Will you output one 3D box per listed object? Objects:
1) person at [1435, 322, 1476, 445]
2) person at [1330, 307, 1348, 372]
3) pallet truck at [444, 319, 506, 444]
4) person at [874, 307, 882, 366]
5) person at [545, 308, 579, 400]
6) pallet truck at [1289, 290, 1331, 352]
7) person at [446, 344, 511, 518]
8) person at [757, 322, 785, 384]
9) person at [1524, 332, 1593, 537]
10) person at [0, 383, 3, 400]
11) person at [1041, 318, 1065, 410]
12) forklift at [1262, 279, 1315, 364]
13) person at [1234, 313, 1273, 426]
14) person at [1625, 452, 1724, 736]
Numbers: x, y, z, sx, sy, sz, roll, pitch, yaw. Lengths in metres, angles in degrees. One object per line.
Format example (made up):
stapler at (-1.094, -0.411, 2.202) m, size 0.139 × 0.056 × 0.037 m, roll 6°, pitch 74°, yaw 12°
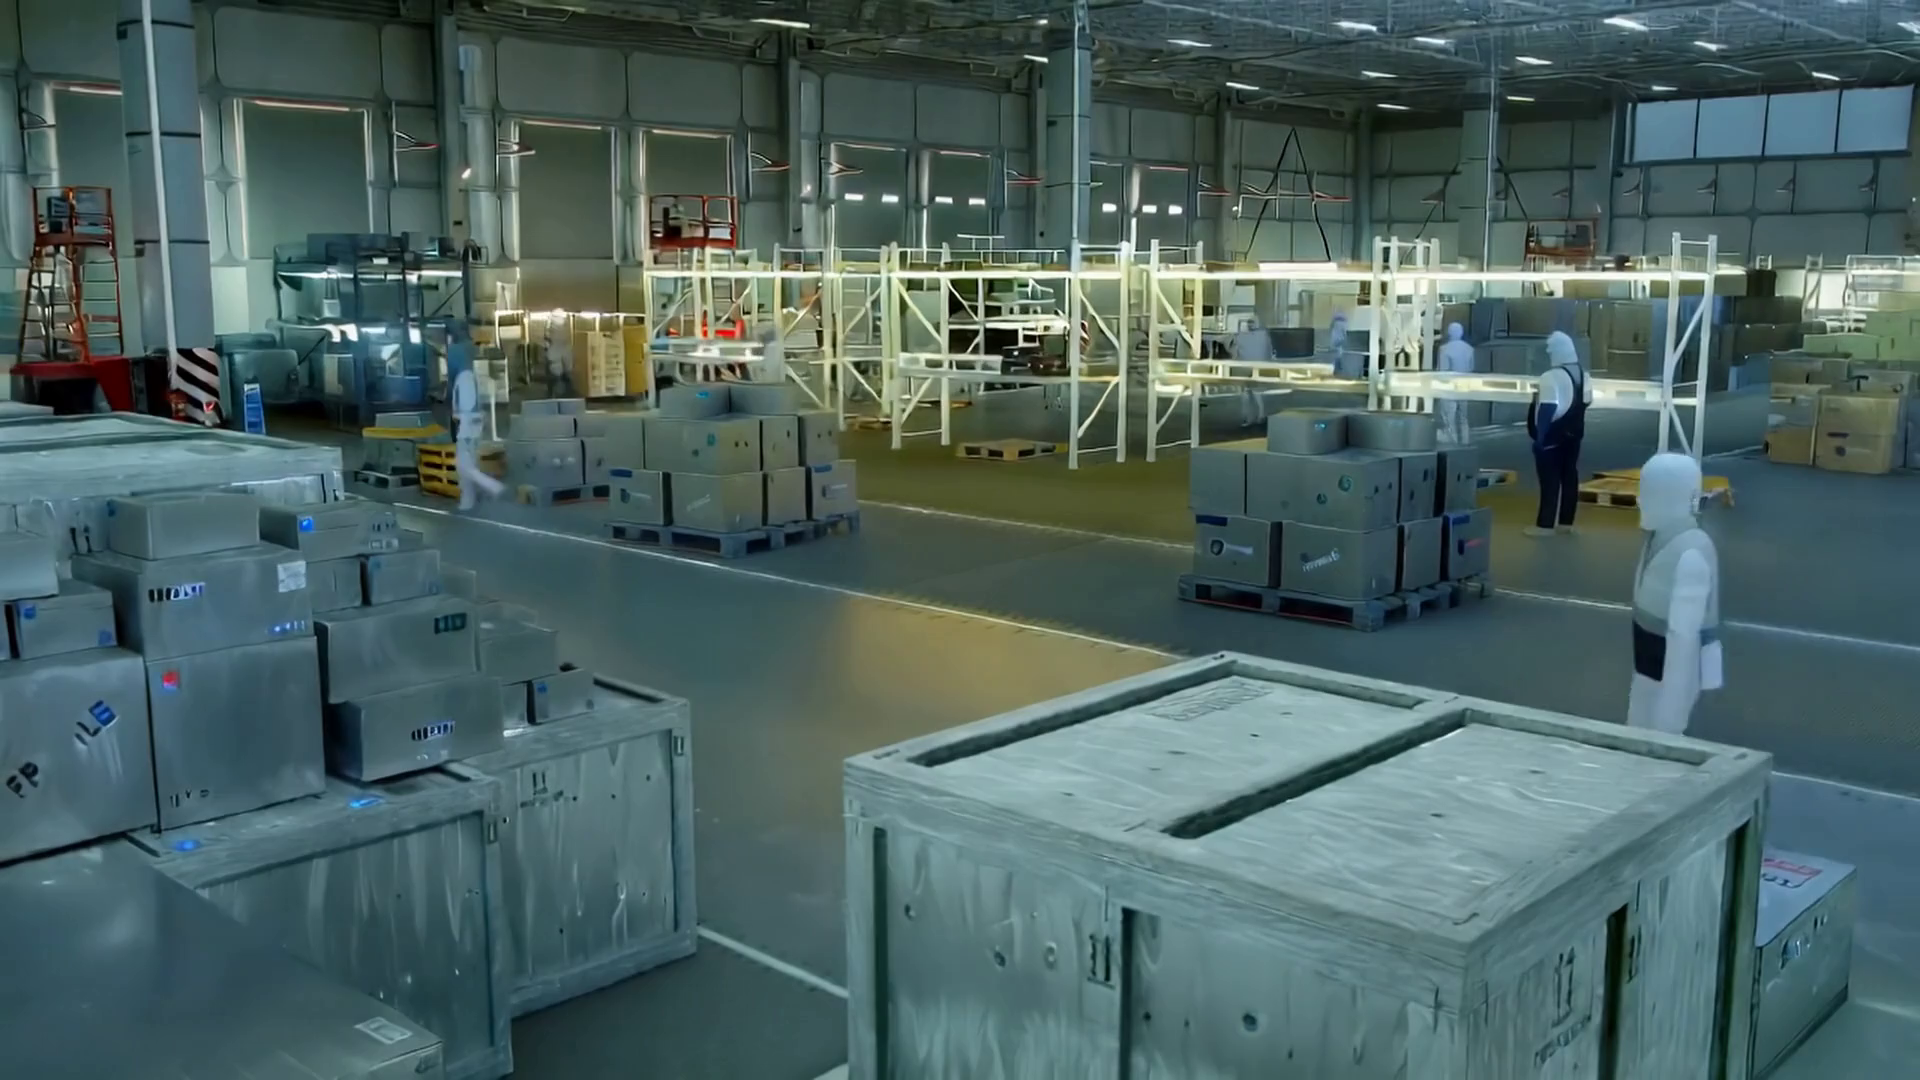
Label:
person at (6.871, -2.057, 23.090) m, size 0.623 × 1.932 × 0.381 m, roll -5°, pitch 11°, yaw -30°
person at (9.864, -5.175, 42.958) m, size 0.693 × 1.670 × 0.548 m, roll -4°, pitch 10°, yaw -22°
pallet truck at (-6.981, -1.942, 22.150) m, size 1.885 × 1.965 × 0.823 m, roll 1°, pitch 9°, yaw 9°
person at (-2.134, -5.381, 44.363) m, size 0.320 × 1.630 × 0.526 m, roll 0°, pitch 9°, yaw -2°
person at (-7.731, -3.505, 32.052) m, size 0.646 × 1.880 × 0.970 m, roll -9°, pitch 13°, yaw -42°
pallet truck at (11.297, -6.951, 52.861) m, size 1.885 × 1.965 × 0.823 m, roll -5°, pitch 11°, yaw -29°
person at (-5.191, -1.157, 17.747) m, size 0.582 × 1.863 × 0.594 m, roll -3°, pitch 10°, yaw -17°
person at (-2.738, -2.375, 25.227) m, size 0.825 × 1.872 × 0.593 m, roll 0°, pitch 9°, yaw -1°
person at (5.919, -1.057, 16.591) m, size 0.689 × 2.000 × 0.539 m, roll -6°, pitch 11°, yaw -34°
person at (-11.707, -1.509, 20.089) m, size 0.855 × 1.817 × 0.631 m, roll -8°, pitch 12°, yaw -40°
person at (1.763, -3.315, 31.374) m, size 0.486 × 1.738 × 0.321 m, roll -3°, pitch 10°, yaw -17°
forklift at (8.555, -6.090, 44.881) m, size 1.873 × 2.768 × 1.129 m, roll 9°, pitch 13°, yaw 43°
person at (4.975, -2.885, 28.188) m, size 0.633 × 1.925 × 0.526 m, roll 4°, pitch 10°, yaw 22°
person at (2.962, 0.587, 6.917) m, size 0.599 × 1.904 × 0.617 m, roll 2°, pitch 9°, yaw 10°
